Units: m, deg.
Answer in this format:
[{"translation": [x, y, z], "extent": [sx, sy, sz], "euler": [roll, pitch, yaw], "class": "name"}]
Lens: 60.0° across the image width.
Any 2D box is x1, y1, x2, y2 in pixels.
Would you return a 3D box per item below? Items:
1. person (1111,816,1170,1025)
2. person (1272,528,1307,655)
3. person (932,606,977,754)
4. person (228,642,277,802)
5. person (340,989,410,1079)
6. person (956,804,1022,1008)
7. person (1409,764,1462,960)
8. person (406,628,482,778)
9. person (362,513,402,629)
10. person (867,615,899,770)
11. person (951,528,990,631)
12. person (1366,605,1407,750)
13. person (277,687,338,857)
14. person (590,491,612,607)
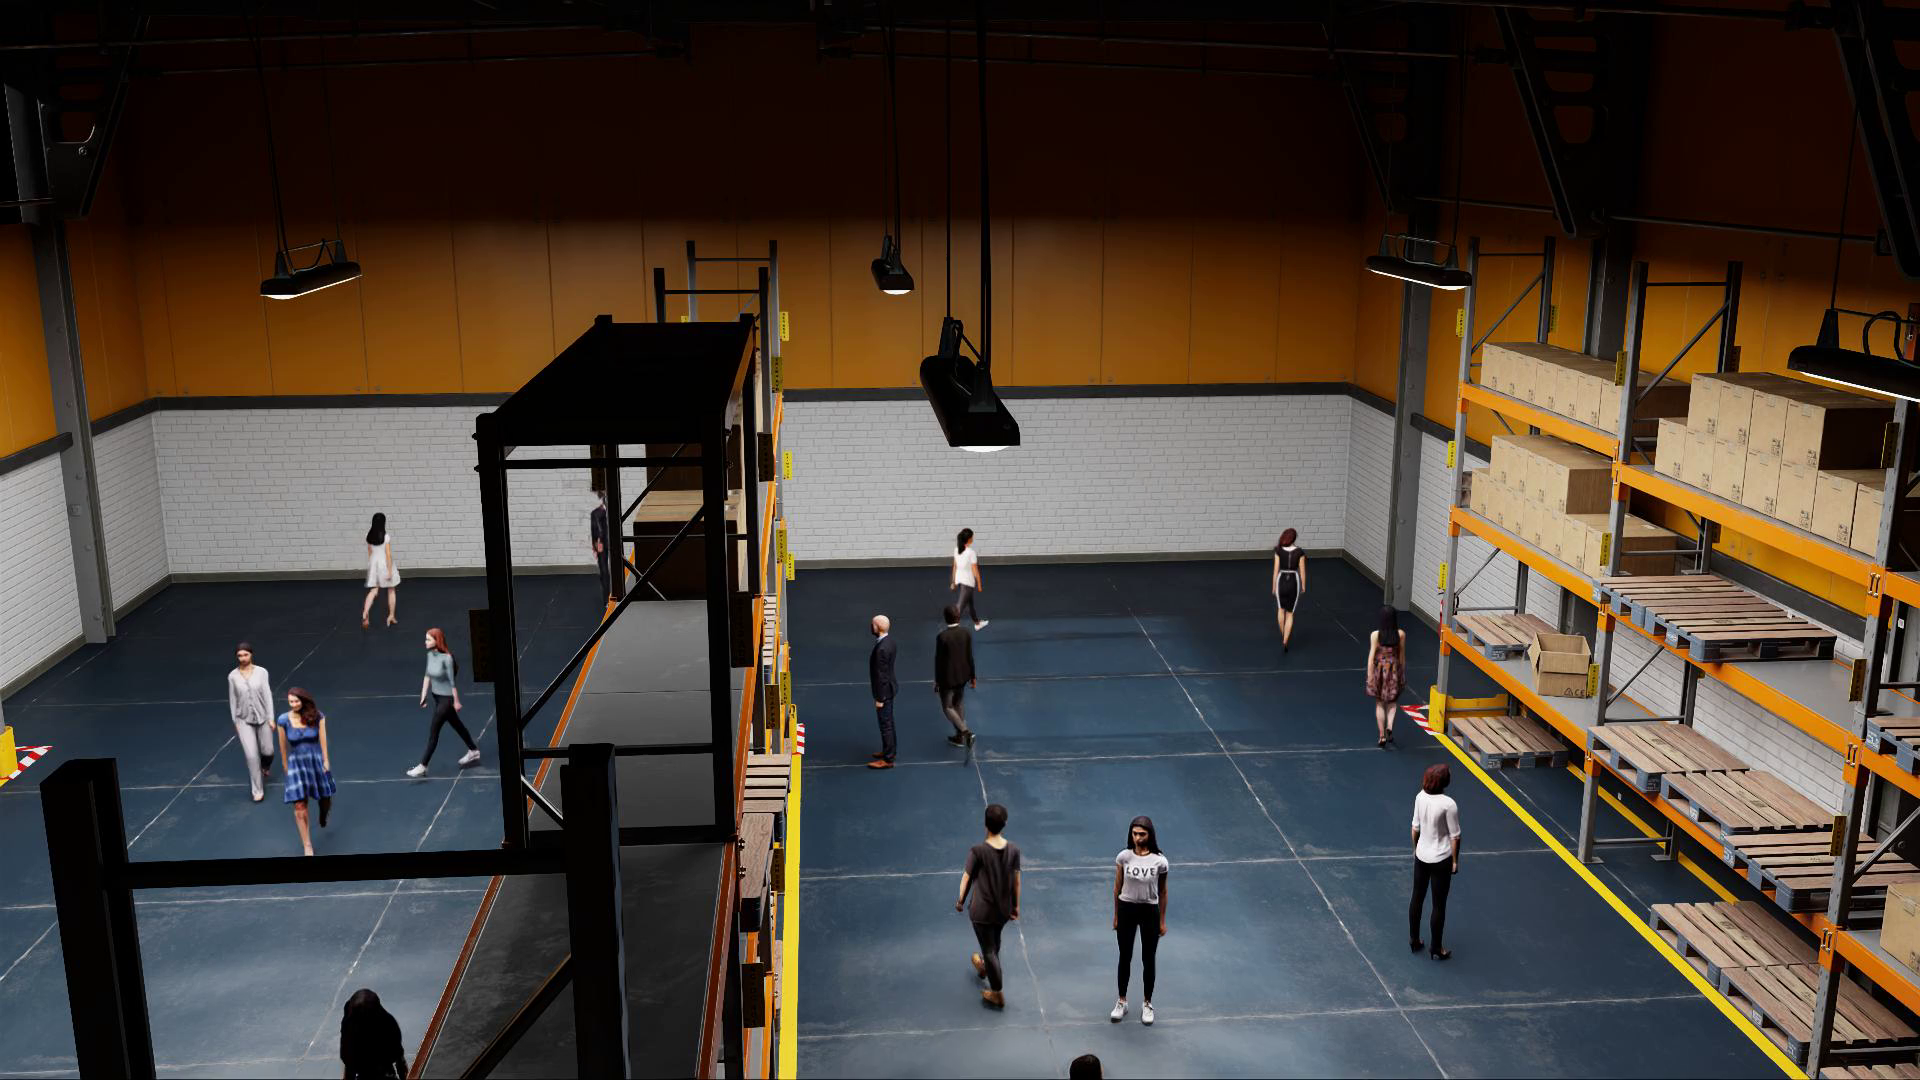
[{"translation": [1.473, 3.102, 13.654], "extent": [0.652, 1.774, 0.618], "euler": [3, 14, 13], "class": "person"}, {"translation": [4.608, 0.749, 23.385], "extent": [0.851, 1.768, 1.102], "euler": [4, 14, 18], "class": "person"}, {"translation": [-0.038, 1.665, 19.569], "extent": [0.993, 1.783, 1.103], "euler": [-10, 17, -35], "class": "person"}, {"translation": [-7.787, 1.969, 18.369], "extent": [0.738, 1.757, 0.959], "euler": [-5, 14, -18], "class": "person"}, {"translation": [-3.895, 3.806, 11.123], "extent": [0.634, 1.595, 1.046], "euler": [-3, 14, -11], "class": "person"}, {"translation": [0.300, 3.092, 13.904], "extent": [0.863, 1.675, 1.076], "euler": [-7, 15, -27], "class": "person"}, {"translation": [4.181, 2.833, 14.720], "extent": [0.750, 1.794, 0.650], "euler": [-11, 18, -39], "class": "person"}, {"translation": [-5.832, 1.843, 19.035], "extent": [1.135, 1.688, 1.149], "euler": [13, 19, 43], "class": "person"}, {"translation": [-8.562, 0.507, 24.431], "extent": [0.788, 1.745, 1.154], "euler": [2, 14, 9], "class": "person"}, {"translation": [-0.876, 1.739, 19.232], "extent": [0.796, 1.798, 0.579], "euler": [2, 14, 7], "class": "person"}, {"translation": [0.017, 0.674, 24.064], "extent": [1.066, 1.592, 1.120], "euler": [-11, 18, -39], "class": "person"}, {"translation": [5.062, 1.656, 19.648], "extent": [0.666, 1.762, 0.740], "euler": [0, 14, 2], "class": "person"}, {"translation": [-6.580, 2.335, 16.799], "extent": [0.798, 1.785, 1.045], "euler": [-4, 14, -17], "class": "person"}, {"translation": [-5.511, 0.105, 25.800], "extent": [0.831, 1.881, 0.859], "euler": [-9, 16, -33], "class": "person"}]
